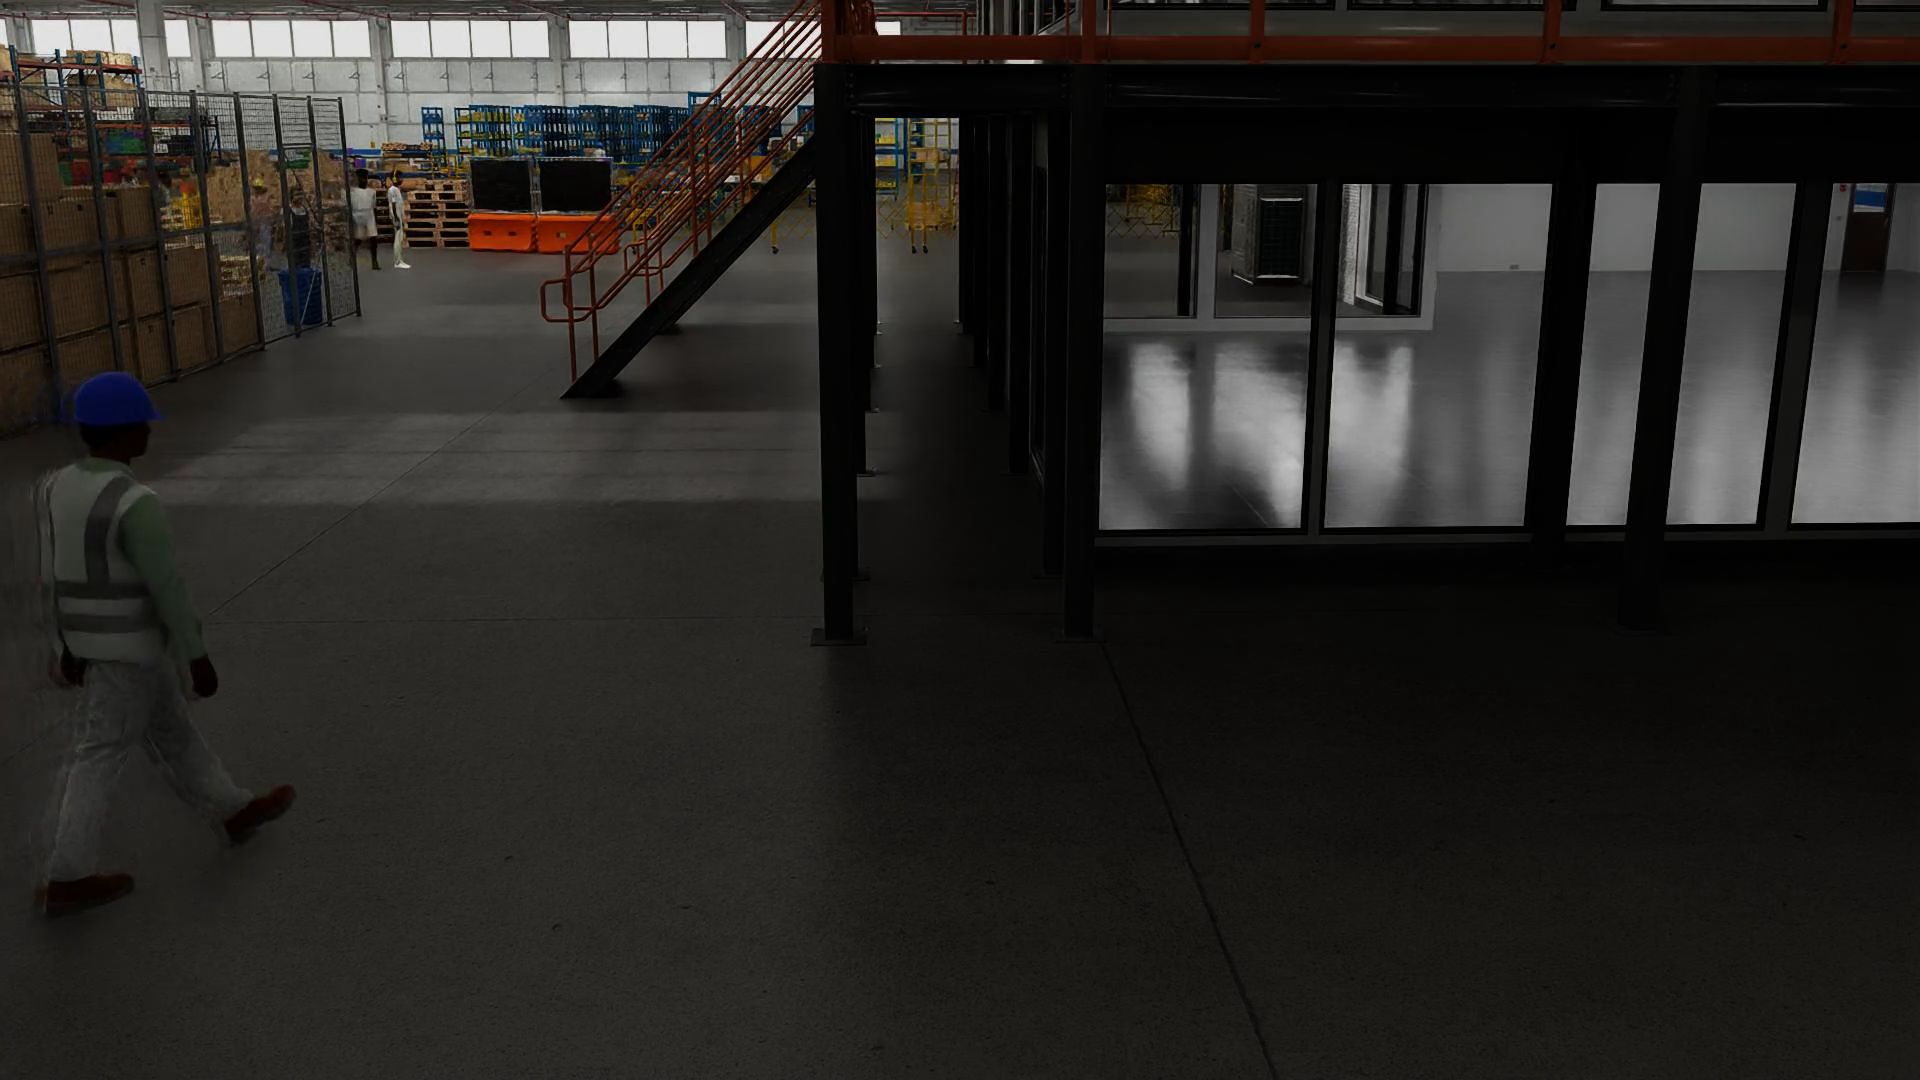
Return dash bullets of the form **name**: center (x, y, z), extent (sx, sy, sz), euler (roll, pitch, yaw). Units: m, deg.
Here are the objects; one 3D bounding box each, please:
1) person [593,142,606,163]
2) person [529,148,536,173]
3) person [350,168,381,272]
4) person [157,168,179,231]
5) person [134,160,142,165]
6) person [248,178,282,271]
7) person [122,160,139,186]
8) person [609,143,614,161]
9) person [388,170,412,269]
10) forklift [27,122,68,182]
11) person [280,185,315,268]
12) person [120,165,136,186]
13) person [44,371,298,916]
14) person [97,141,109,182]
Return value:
- **person**: center (-16.030, -16.742, 74.149), extent (0.602, 1.943, 0.394), euler (5, 15, 18)
- **person**: center (-17.787, -15.408, 69.192), extent (0.417, 1.749, 0.543), euler (-3, 14, -13)
- **person**: center (-11.326, -6.065, 31.494), extent (0.617, 1.939, 0.832), euler (-11, 18, -38)
- **person**: center (-15.254, -6.222, 32.190), extent (0.637, 1.895, 0.636), euler (-4, 15, -17)
- **person**: center (-40.292, -18.425, 81.261), extent (0.547, 1.741, 0.711), euler (0, 14, -1)
- **person**: center (-13.241, -5.968, 31.488), extent (0.641, 1.749, 0.529), euler (1, 14, 5)
- **person**: center (-18.927, -7.733, 38.155), extent (0.375, 1.935, 0.551), euler (-1, 14, -5)
- **person**: center (-17.743, -19.297, 84.607), extent (0.568, 1.819, 0.610), euler (-4, 15, -15)
- **person**: center (-10.815, -6.173, 32.062), extent (0.313, 1.866, 0.539), euler (-2, 14, -10)
- **forklift**: center (-35.376, -14.773, 64.377), extent (1.129, 2.768, 1.873), euler (-1, 14, -2)
- **person**: center (-9.867, -4.358, 24.851), extent (0.351, 1.846, 0.507), euler (8, 16, 29)
- **person**: center (-17.517, -6.905, 34.949), extent (0.973, 1.903, 0.563), euler (-4, 15, -15)
- **person**: center (-2.914, 0.340, 5.974), extent (0.634, 1.887, 1.013), euler (12, 18, 39)
- **person**: center (-40.446, -17.840, 78.525), extent (0.603, 1.955, 0.950), euler (-1, 14, -4)
